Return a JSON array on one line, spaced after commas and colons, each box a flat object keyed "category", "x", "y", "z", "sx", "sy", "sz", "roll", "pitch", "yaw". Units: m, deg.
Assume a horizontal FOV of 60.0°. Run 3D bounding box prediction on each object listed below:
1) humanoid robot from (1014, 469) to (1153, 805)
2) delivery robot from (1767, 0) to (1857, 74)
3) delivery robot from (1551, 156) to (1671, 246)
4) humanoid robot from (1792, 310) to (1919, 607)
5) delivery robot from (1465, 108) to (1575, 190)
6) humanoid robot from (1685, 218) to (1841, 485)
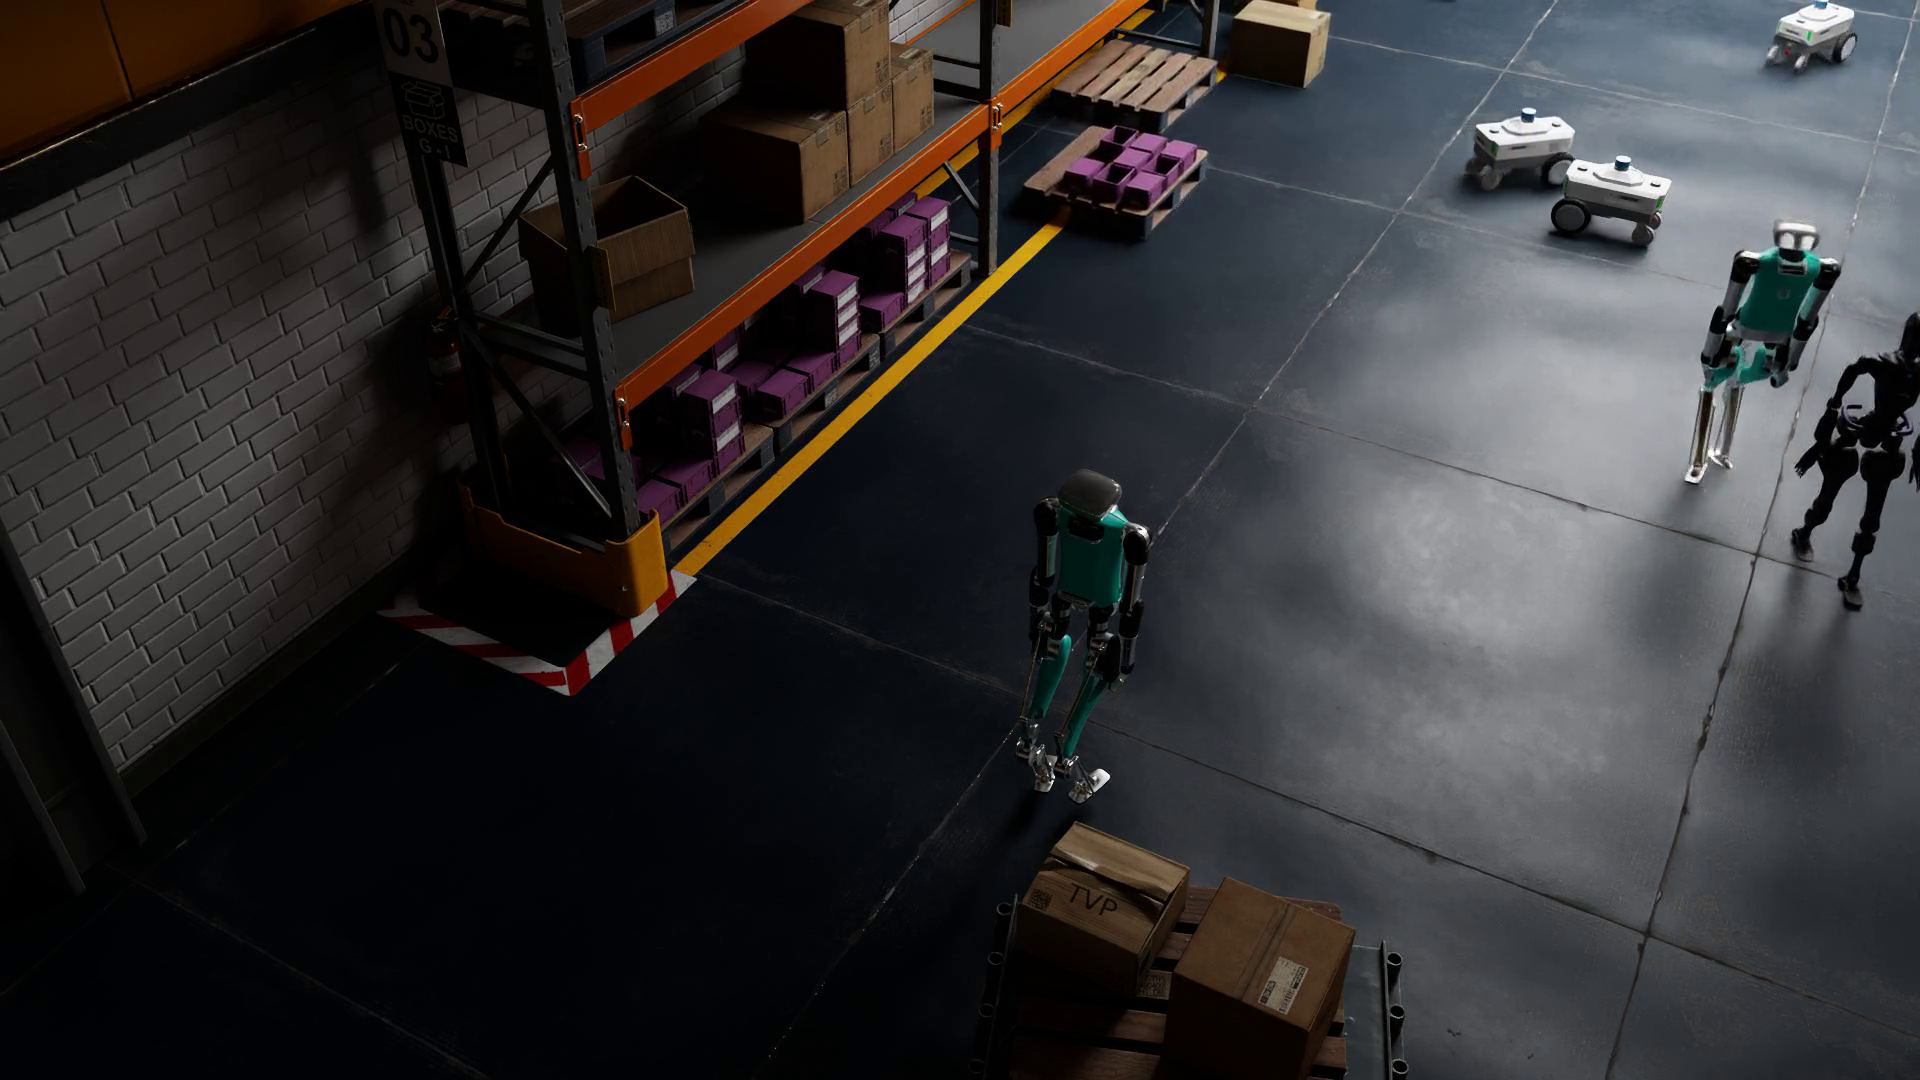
[{"category": "humanoid robot", "x": 0.449, "y": 0.537, "z": 7.265, "sx": 0.533, "sy": 1.677, "sz": 0.735, "roll": 19, "pitch": 42, "yaw": 22}, {"category": "delivery robot", "x": 7.465, "y": -4.443, "z": 14.547, "sx": 0.791, "sy": 0.598, "sz": 0.499, "roll": -25, "pitch": 45, "yaw": -28}, {"category": "delivery robot", "x": 4.761, "y": -2.516, "z": 12.113, "sx": 0.739, "sy": 0.566, "sz": 0.499, "roll": 19, "pitch": 42, "yaw": 22}, {"category": "humanoid robot", "x": 4.750, "y": -0.467, "z": 8.692, "sx": 0.615, "sy": 1.634, "sz": 0.619, "roll": 7, "pitch": 39, "yaw": 9}, {"category": "delivery robot", "x": 4.322, "y": -3.013, "z": 12.763, "sx": 0.796, "sy": 0.601, "sz": 0.499, "roll": -8, "pitch": 39, "yaw": -10}, {"category": "humanoid robot", "x": 4.452, "y": -1.113, "z": 9.464, "sx": 0.530, "sy": 1.807, "sz": 0.798, "roll": 7, "pitch": 39, "yaw": 8}]
